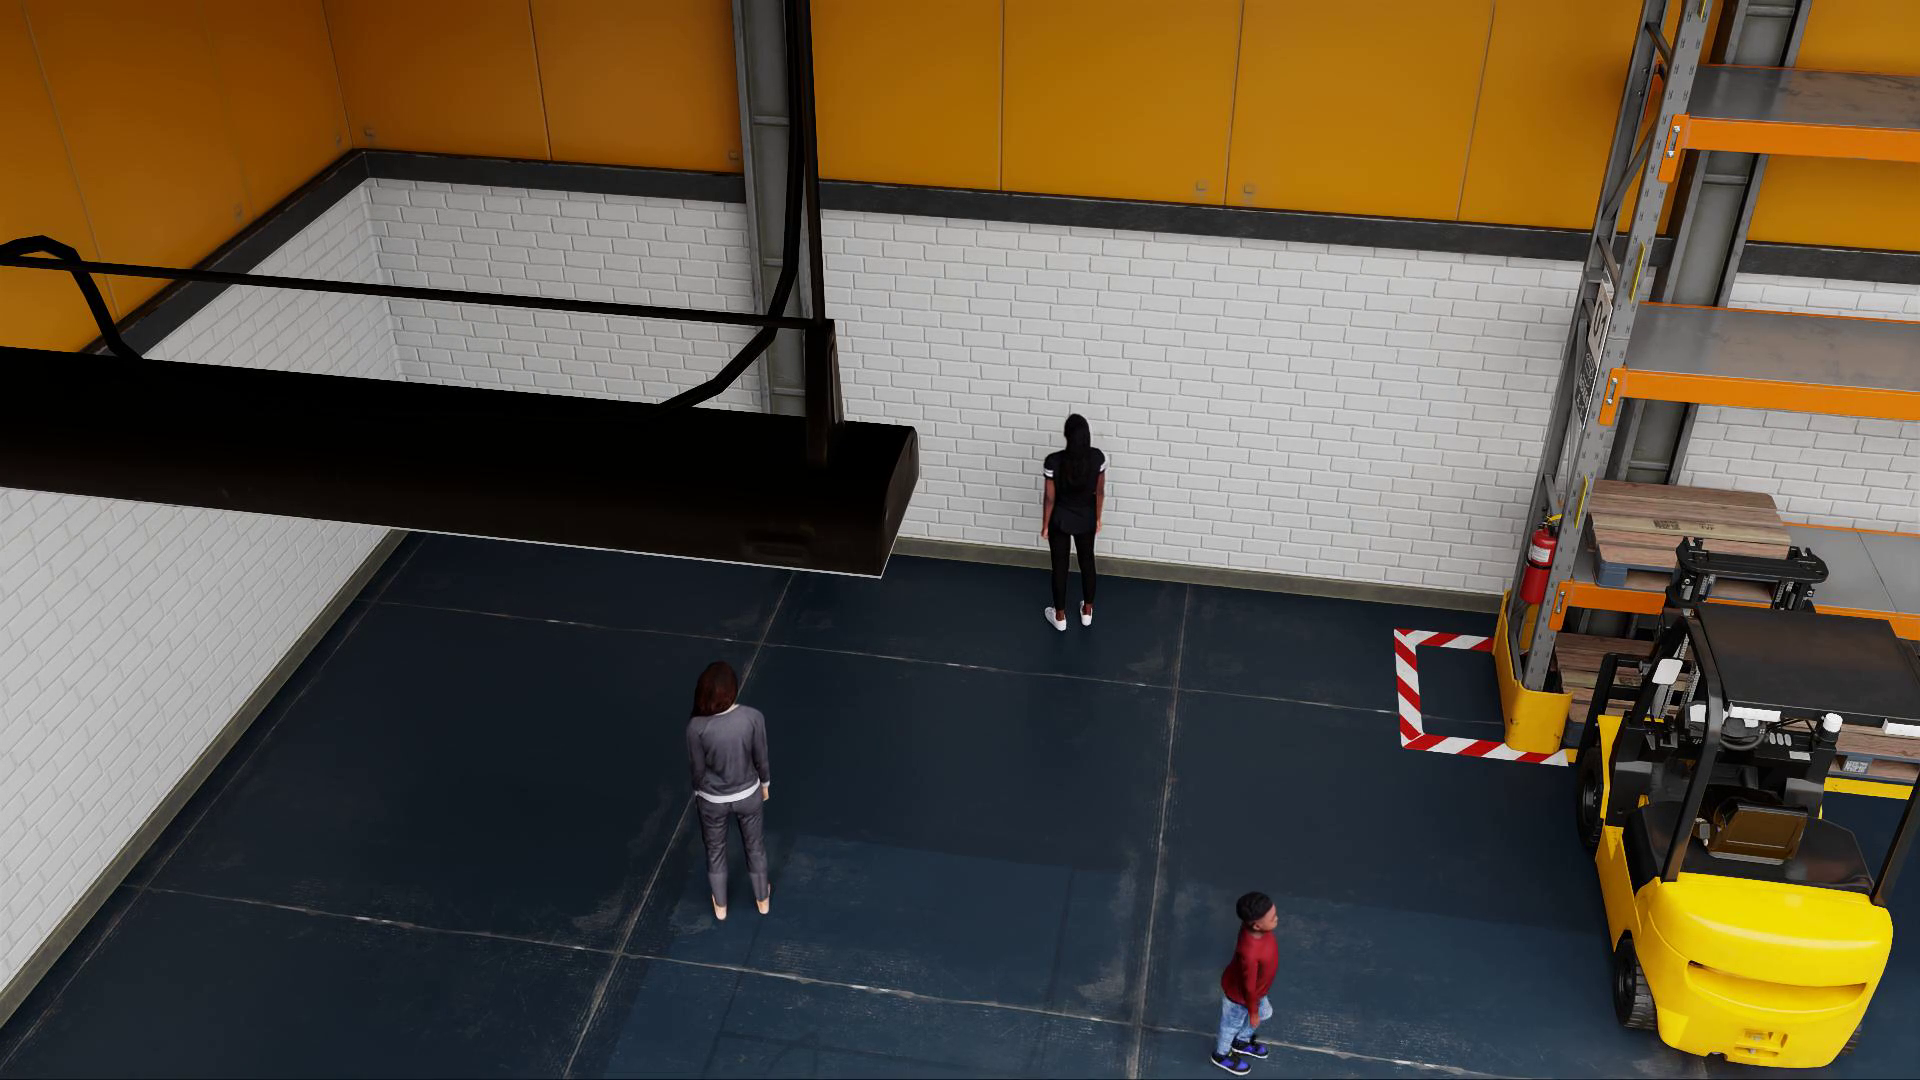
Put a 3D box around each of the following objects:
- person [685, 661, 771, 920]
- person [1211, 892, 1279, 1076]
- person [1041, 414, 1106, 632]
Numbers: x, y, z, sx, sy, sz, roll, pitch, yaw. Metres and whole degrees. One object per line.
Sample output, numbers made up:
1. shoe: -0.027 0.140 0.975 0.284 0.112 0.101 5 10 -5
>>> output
1. person: -1.302 1.433 9.421 0.600 1.768 0.730 -9 35 -13
2. person: 1.420 2.283 8.614 0.549 1.245 0.546 12 36 18
3. person: 0.799 -0.133 11.812 0.628 1.728 0.747 -7 34 -10
